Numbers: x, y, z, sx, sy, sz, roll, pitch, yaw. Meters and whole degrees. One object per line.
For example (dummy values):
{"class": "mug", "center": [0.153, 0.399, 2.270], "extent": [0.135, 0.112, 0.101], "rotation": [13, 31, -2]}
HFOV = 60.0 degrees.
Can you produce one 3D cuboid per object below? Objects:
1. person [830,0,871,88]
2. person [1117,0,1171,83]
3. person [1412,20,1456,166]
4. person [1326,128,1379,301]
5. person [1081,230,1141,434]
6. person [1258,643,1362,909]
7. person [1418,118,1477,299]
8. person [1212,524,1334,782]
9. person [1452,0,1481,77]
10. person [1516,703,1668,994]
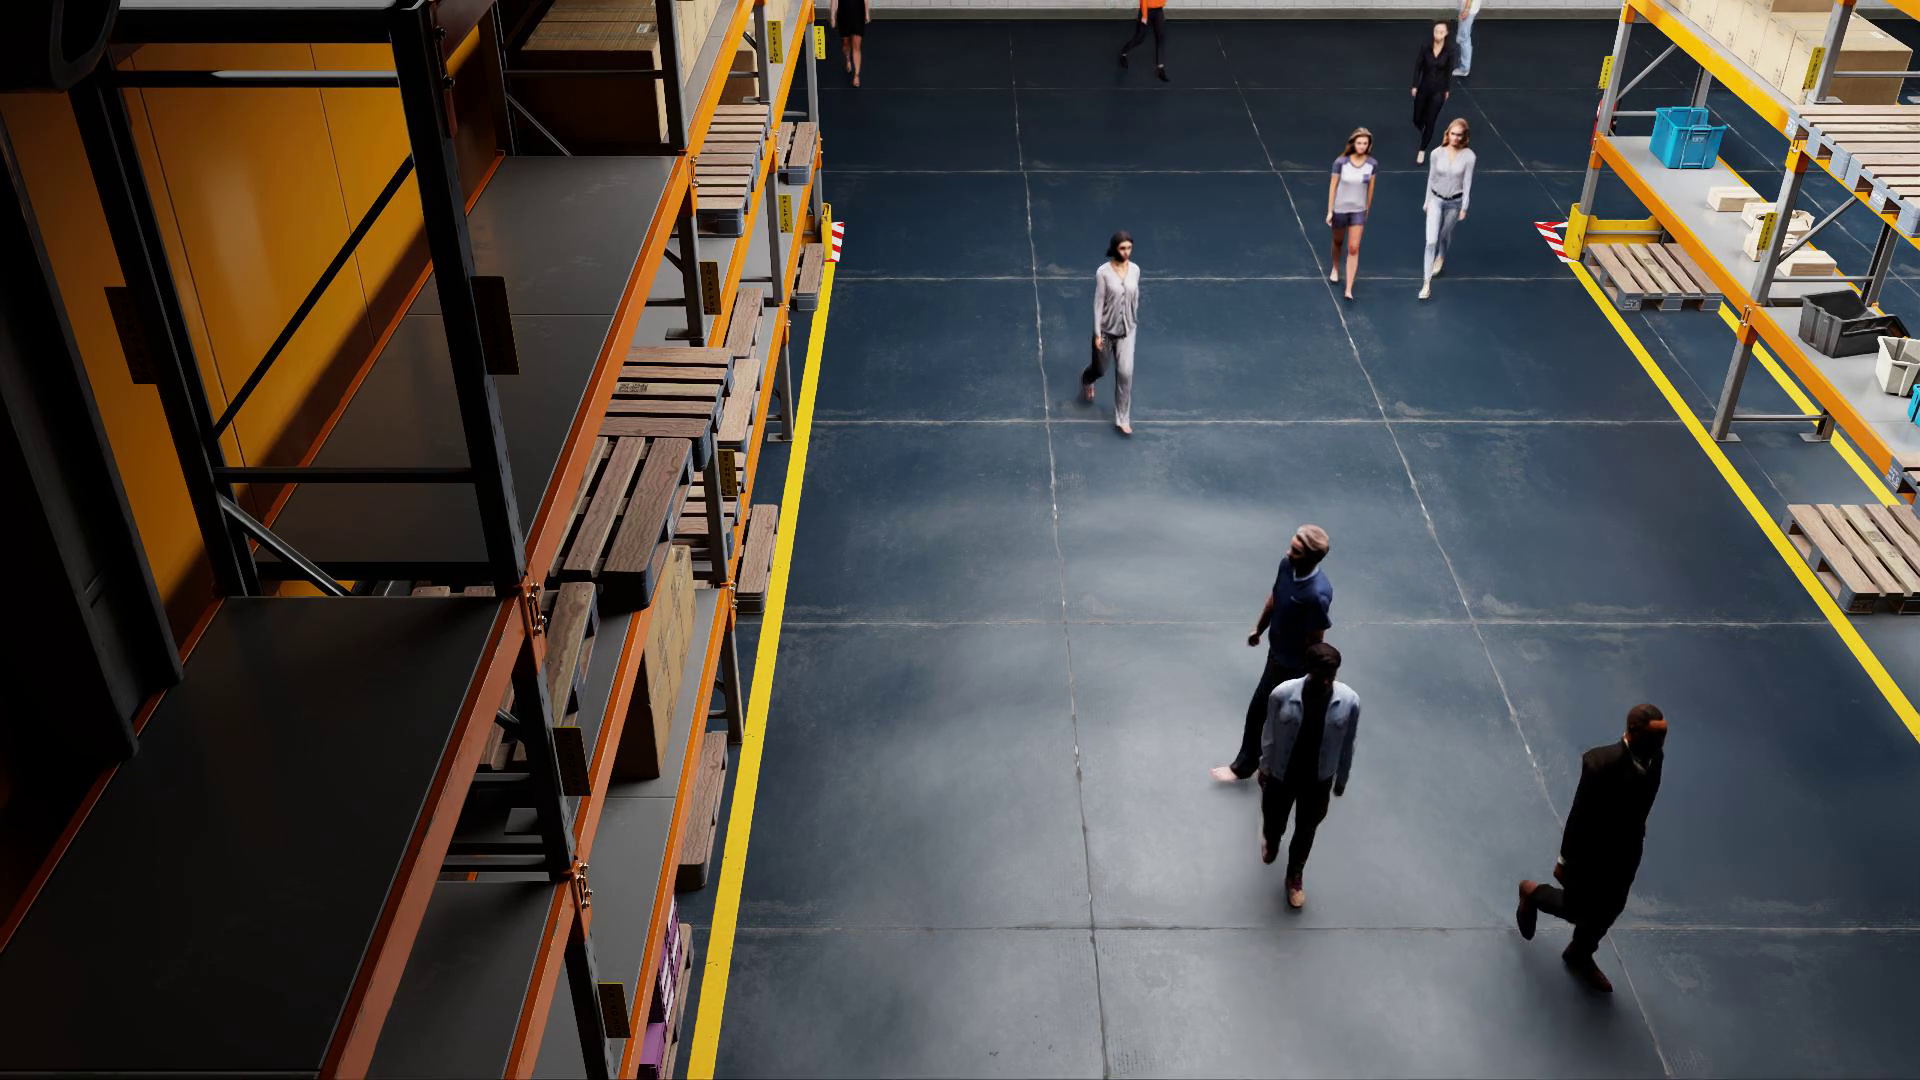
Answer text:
{"class": "person", "center": [-1.455, -6.885, 21.985], "extent": [0.716, 1.670, 1.065], "rotation": [-2, 34, -3]}
{"class": "person", "center": [2.461, -6.998, 22.114], "extent": [1.088, 1.715, 1.160], "rotation": [-28, 43, -35]}
{"class": "person", "center": [5.544, -5.276, 19.537], "extent": [0.750, 1.698, 0.915], "rotation": [11, 35, 16]}
{"class": "person", "center": [3.852, -3.285, 16.564], "extent": [0.731, 1.675, 1.111], "rotation": [6, 34, 9]}
{"class": "person", "center": [1.280, -1.838, 14.327], "extent": [0.782, 1.740, 1.133], "rotation": [-9, 35, -13]}
{"class": "person", "center": [1.959, 1.290, 9.570], "extent": [0.736, 1.798, 0.805], "rotation": [4, 34, 6]}
{"class": "person", "center": [4.865, -3.353, 16.597], "extent": [0.942, 1.751, 1.275], "rotation": [13, 36, 19]}
{"class": "person", "center": [2.138, 0.680, 10.453], "extent": [0.828, 1.836, 1.042], "rotation": [-5, 34, -8]}
{"class": "person", "center": [6.813, -7.135, 22.203], "extent": [0.996, 1.843, 0.676], "rotation": [18, 38, 25]}
{"class": "person", "center": [3.422, 1.606, 9.010], "extent": [0.913, 1.892, 1.047], "rotation": [-13, 36, -19]}
